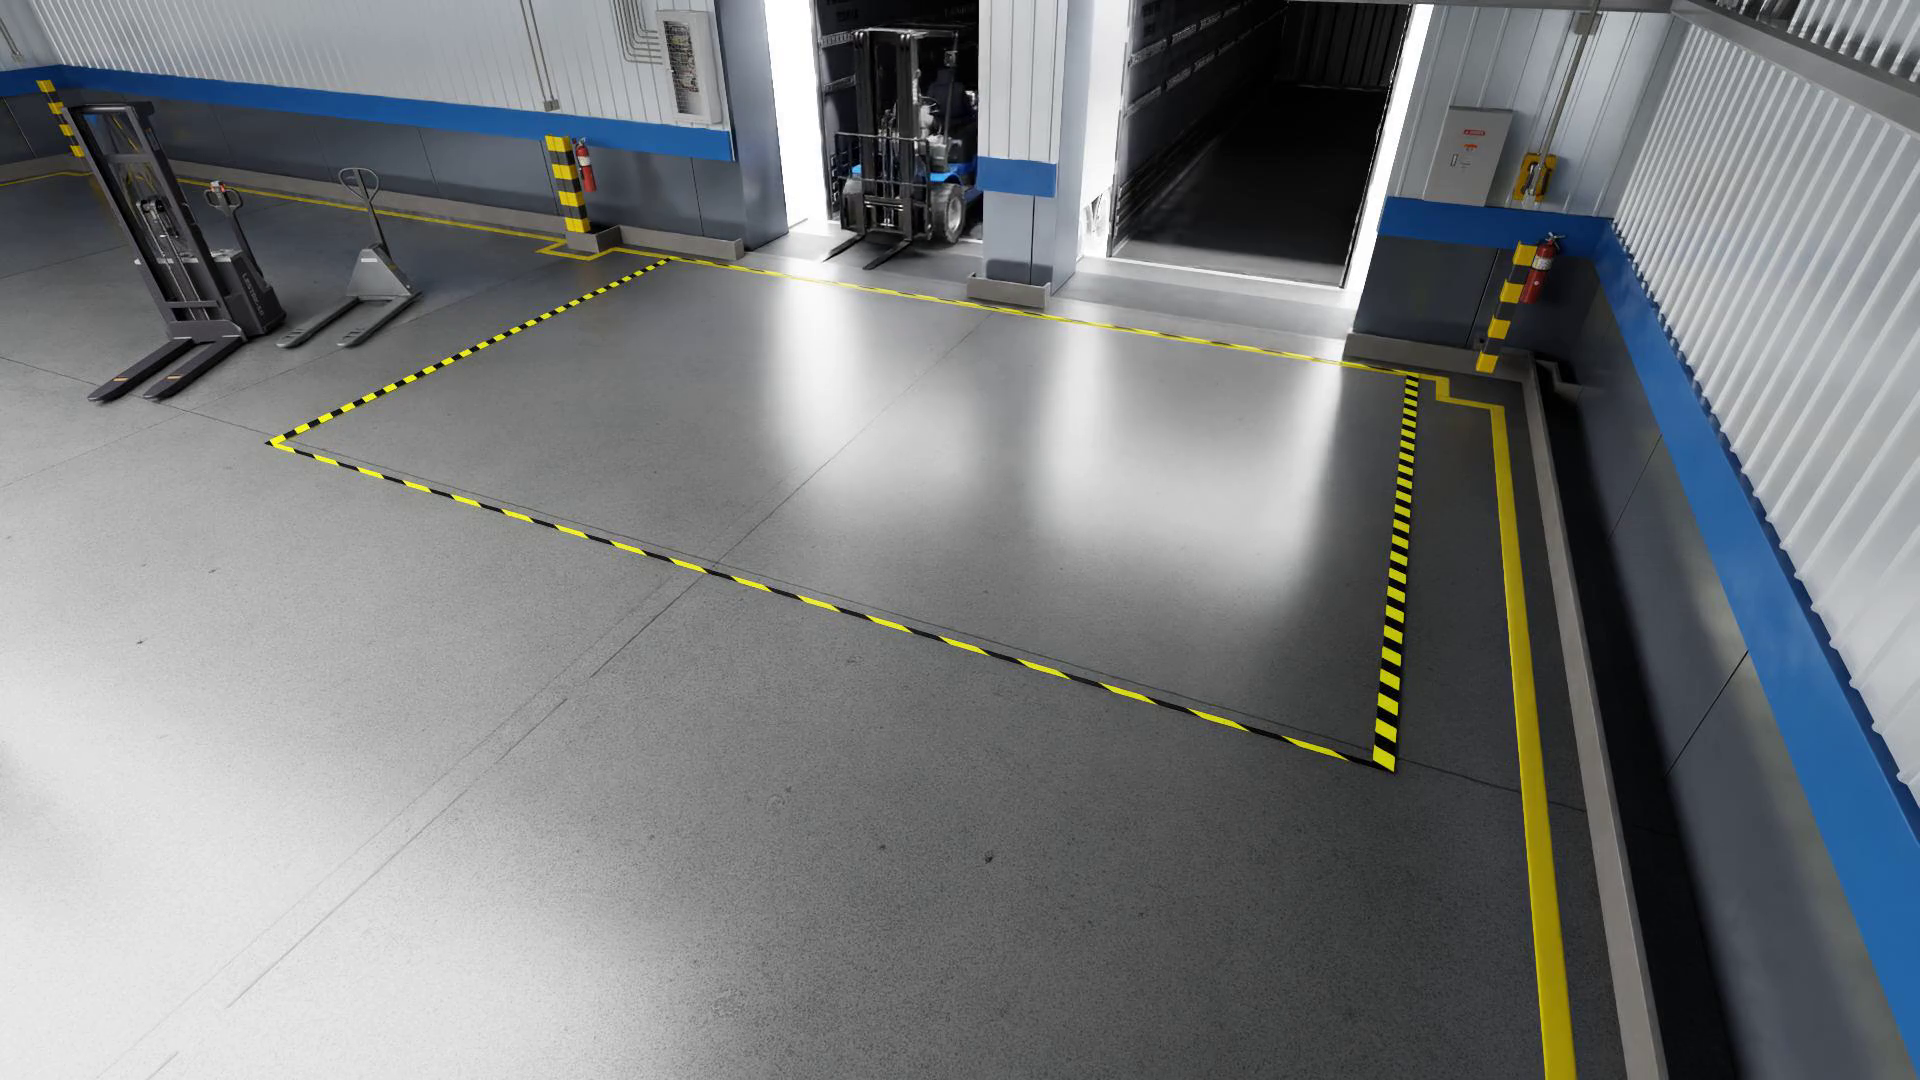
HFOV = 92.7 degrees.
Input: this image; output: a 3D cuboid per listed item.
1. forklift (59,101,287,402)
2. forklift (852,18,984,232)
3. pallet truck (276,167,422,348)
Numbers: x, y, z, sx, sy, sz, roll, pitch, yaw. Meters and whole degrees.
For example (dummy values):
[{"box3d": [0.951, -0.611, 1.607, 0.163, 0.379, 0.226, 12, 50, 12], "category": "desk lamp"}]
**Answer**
[{"box3d": [-6.686, -2.387, 7.434, 0.823, 1.965, 1.885, -3, 35, -5], "category": "forklift"}, {"box3d": [-0.350, -4.947, 10.757, 1.157, 2.036, 2.680, 13, 37, 18], "category": "forklift"}, {"box3d": [-5.732, -2.611, 8.414, 0.680, 1.201, 1.601, -1, 35, -1], "category": "pallet truck"}]
